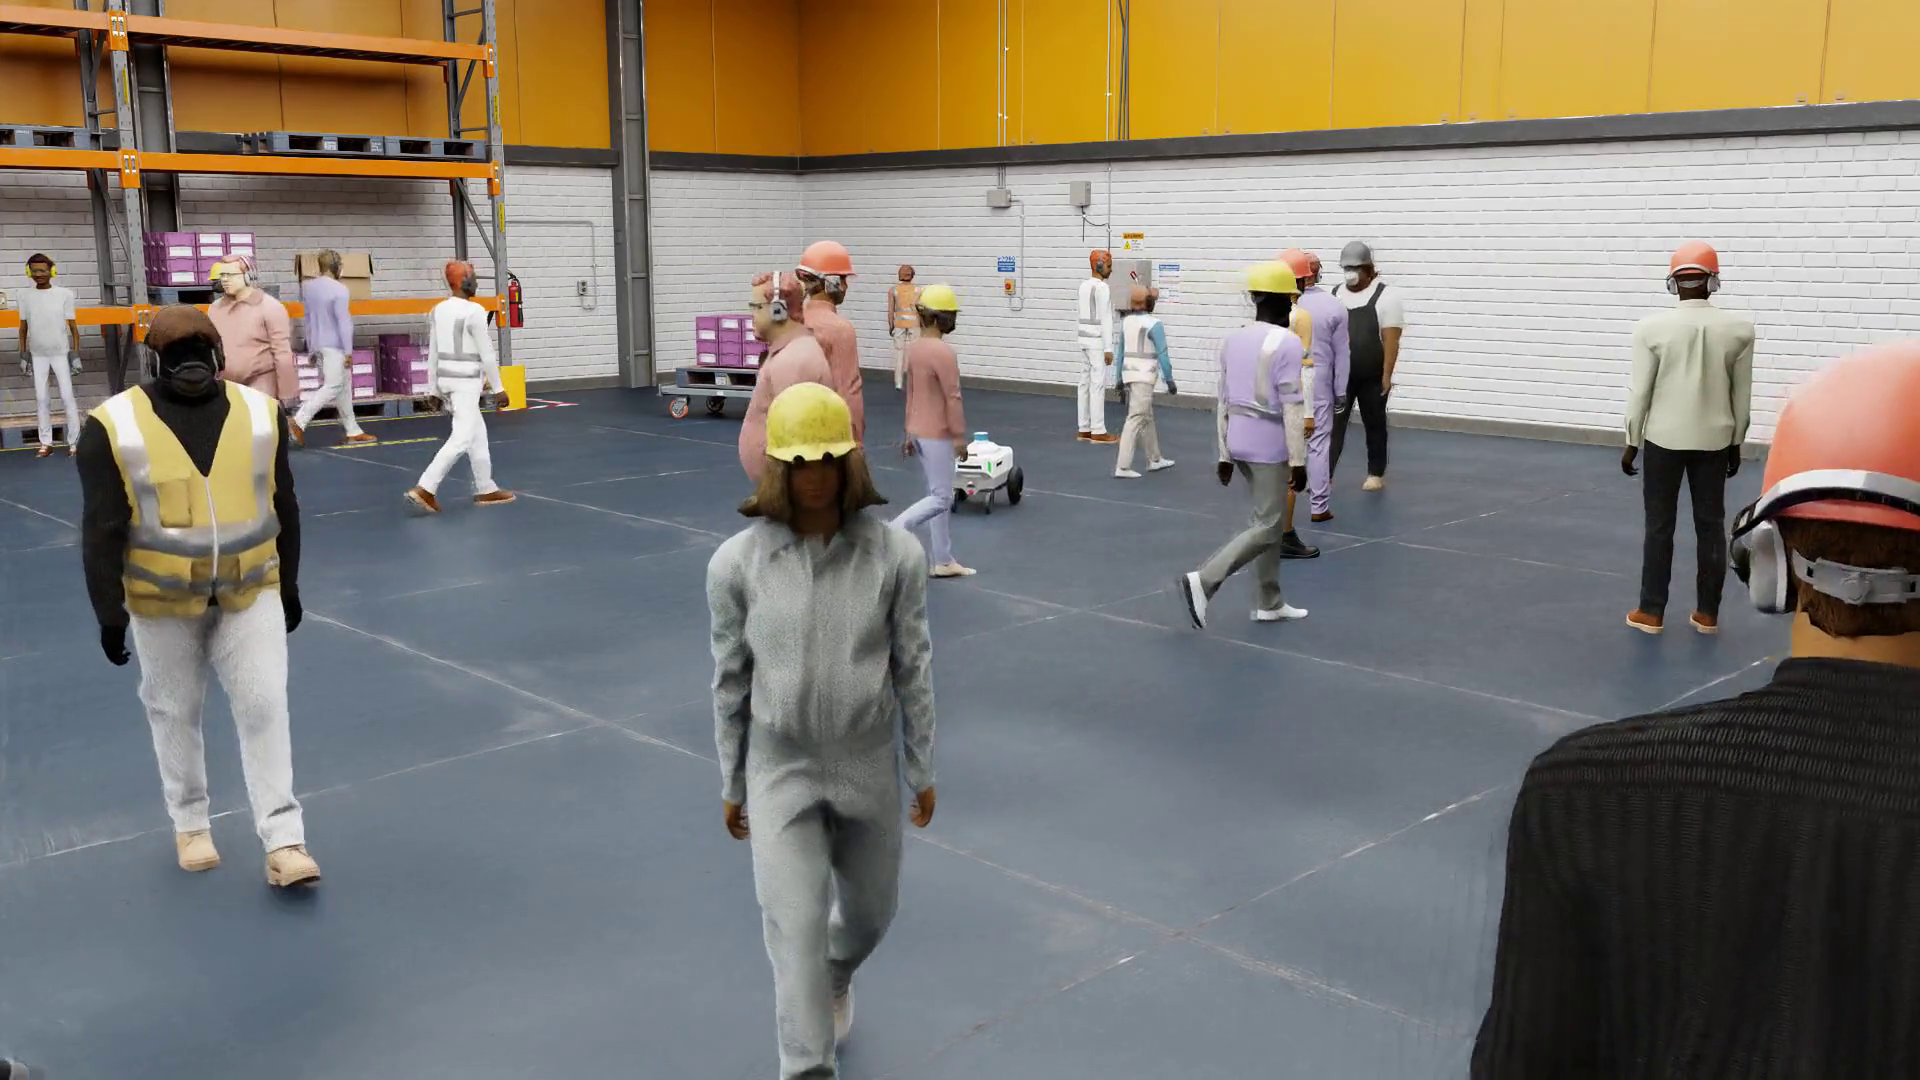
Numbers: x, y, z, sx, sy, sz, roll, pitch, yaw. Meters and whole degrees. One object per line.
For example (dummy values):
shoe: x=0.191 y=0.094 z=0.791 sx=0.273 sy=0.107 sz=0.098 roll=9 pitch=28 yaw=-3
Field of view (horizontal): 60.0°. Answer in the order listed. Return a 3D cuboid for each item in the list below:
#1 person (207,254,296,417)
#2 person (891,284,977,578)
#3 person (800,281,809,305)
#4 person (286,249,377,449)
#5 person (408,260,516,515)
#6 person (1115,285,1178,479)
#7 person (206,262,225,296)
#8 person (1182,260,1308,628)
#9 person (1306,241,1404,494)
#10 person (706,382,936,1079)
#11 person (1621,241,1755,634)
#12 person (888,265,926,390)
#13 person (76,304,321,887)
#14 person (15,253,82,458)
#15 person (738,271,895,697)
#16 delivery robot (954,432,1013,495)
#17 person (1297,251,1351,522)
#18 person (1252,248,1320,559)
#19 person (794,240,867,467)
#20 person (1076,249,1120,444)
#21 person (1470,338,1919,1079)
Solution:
person: x=-5.005 y=-1.033 z=11.596 sx=0.649 sy=1.887 sz=0.702 roll=5 pitch=11 yaw=24
person: x=-0.217 y=-0.607 z=9.643 sx=0.665 sy=1.746 sz=0.519 roll=-4 pitch=11 yaw=-22
person: x=-1.136 y=-0.933 z=11.413 sx=0.353 sy=1.756 sz=0.518 roll=-6 pitch=12 yaw=-30
person: x=-6.080 y=-1.823 z=15.883 sx=0.638 sy=1.907 sz=0.922 roll=8 pitch=13 yaw=38
person: x=-3.699 y=-1.117 z=12.189 sx=0.574 sy=1.851 sz=0.902 roll=10 pitch=14 yaw=42
person: x=1.605 y=-1.320 z=13.935 sx=0.793 sy=1.607 sz=0.521 roll=-5 pitch=12 yaw=-27
person: x=-6.913 y=-1.737 z=15.766 sx=0.327 sy=1.767 sz=0.533 roll=-9 pitch=13 yaw=-39
person: x=1.489 y=-0.473 z=8.510 sx=0.753 sy=1.903 sz=0.599 roll=-4 pitch=11 yaw=-22
person: x=3.091 y=-1.364 z=12.980 sx=0.688 sy=2.000 sz=1.044 roll=6 pitch=12 yaw=32
person: x=-0.314 y=0.491 z=3.744 sx=0.493 sy=1.714 sz=0.752 roll=-2 pitch=11 yaw=-12
person: x=3.677 y=-0.508 z=8.451 sx=0.613 sy=1.991 sz=0.391 roll=1 pitch=10 yaw=6
person: x=-0.689 y=-2.777 z=21.785 sx=0.514 sy=1.639 sz=0.310 roll=1 pitch=10 yaw=5
person: x=-2.302 y=0.196 z=5.107 sx=0.651 sy=1.807 sz=0.866 roll=-7 pitch=13 yaw=-34
person: x=-8.317 y=-1.679 z=15.200 sx=0.513 sy=1.862 sz=0.327 roll=-3 pitch=11 yaw=-14
person: x=-0.639 y=-0.198 z=7.066 sx=0.746 sy=1.879 sz=0.648 roll=-1 pitch=10 yaw=-7
delivery robot: x=0.160 y=-0.561 z=12.402 sx=0.477 sy=0.478 sz=0.707 roll=3 pitch=11 yaw=15
person: x=2.427 y=-1.079 z=11.776 sx=0.651 sy=1.913 sz=0.410 roll=3 pitch=11 yaw=17
person: x=2.059 y=-0.853 z=10.465 sx=0.351 sy=1.940 sz=0.551 roll=-5 pitch=11 yaw=-24
person: x=-0.673 y=-0.508 z=8.437 sx=0.375 sy=1.996 sz=0.611 roll=-8 pitch=13 yaw=-38
person: x=1.334 y=-1.885 z=16.246 sx=0.354 sy=1.886 sz=0.572 roll=-4 pitch=11 yaw=-22
person: x=0.688 y=0.806 z=1.443 sx=0.636 sy=1.944 sz=0.927 roll=9 pitch=14 yaw=42
